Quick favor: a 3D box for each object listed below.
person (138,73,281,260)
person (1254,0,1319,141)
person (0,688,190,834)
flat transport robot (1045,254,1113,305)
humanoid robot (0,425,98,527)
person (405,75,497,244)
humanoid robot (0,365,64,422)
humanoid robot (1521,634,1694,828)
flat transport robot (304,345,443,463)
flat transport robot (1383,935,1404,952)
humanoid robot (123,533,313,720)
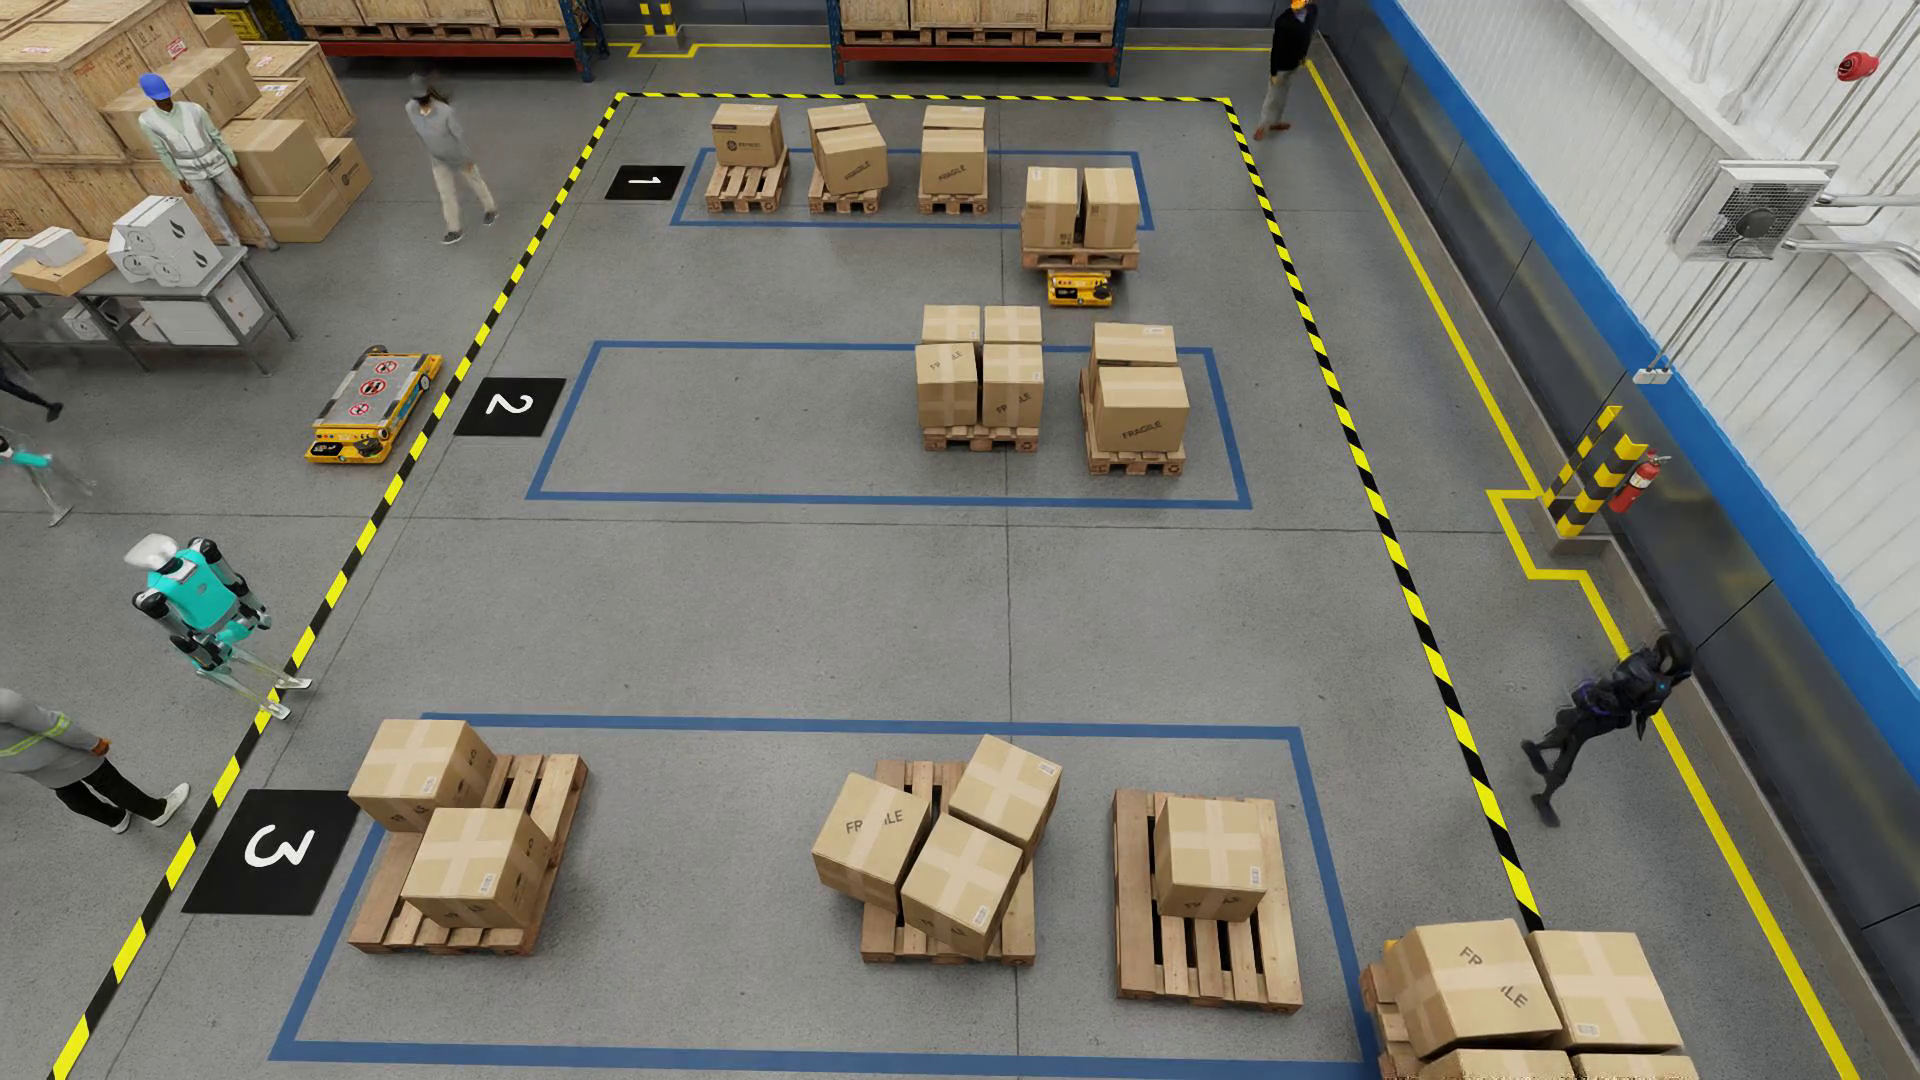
[{"bbox_3d":[-7.850,-3.865,9.547,0.606,1.939,0.410,-31,56,-24],"label":"person"},{"bbox_3d":[4.094,-5.897,11.338,0.743,1.843,0.380,-23,53,-18],"label":"person"},{"bbox_3d":[-5.327,1.191,5.322,0.588,1.852,0.374,-6,50,-5],"label":"person"},{"bbox_3d":[1.261,-3.046,9.926,0.652,0.197,1.431,1,50,1],"label":"flat transport robot"},{"bbox_3d":[-7.600,-0.835,7.152,0.554,1.847,0.712,-4,50,-4],"label":"humanoid robot"},{"bbox_3d":[-5.532,-4.073,9.850,0.570,1.720,0.887,4,50,3],"label":"person"},{"bbox_3d":[-8.427,-1.470,7.722,0.600,1.618,0.809,-5,50,-4],"label":"humanoid robot"},{"bbox_3d":[3.917,1.110,5.514,0.589,1.639,0.626,-7,50,-6],"label":"humanoid robot"},{"bbox_3d":[-5.383,-1.269,8.441,0.659,0.231,1.431,1,50,1],"label":"flat transport robot"},{"bbox_3d":[2.820,2.886,4.906,0.652,0.197,1.431,1,50,1],"label":"flat transport robot"},{"bbox_3d":[-4.836,0.546,5.855,0.735,1.677,0.533,9,50,8],"label":"humanoid robot"}]
